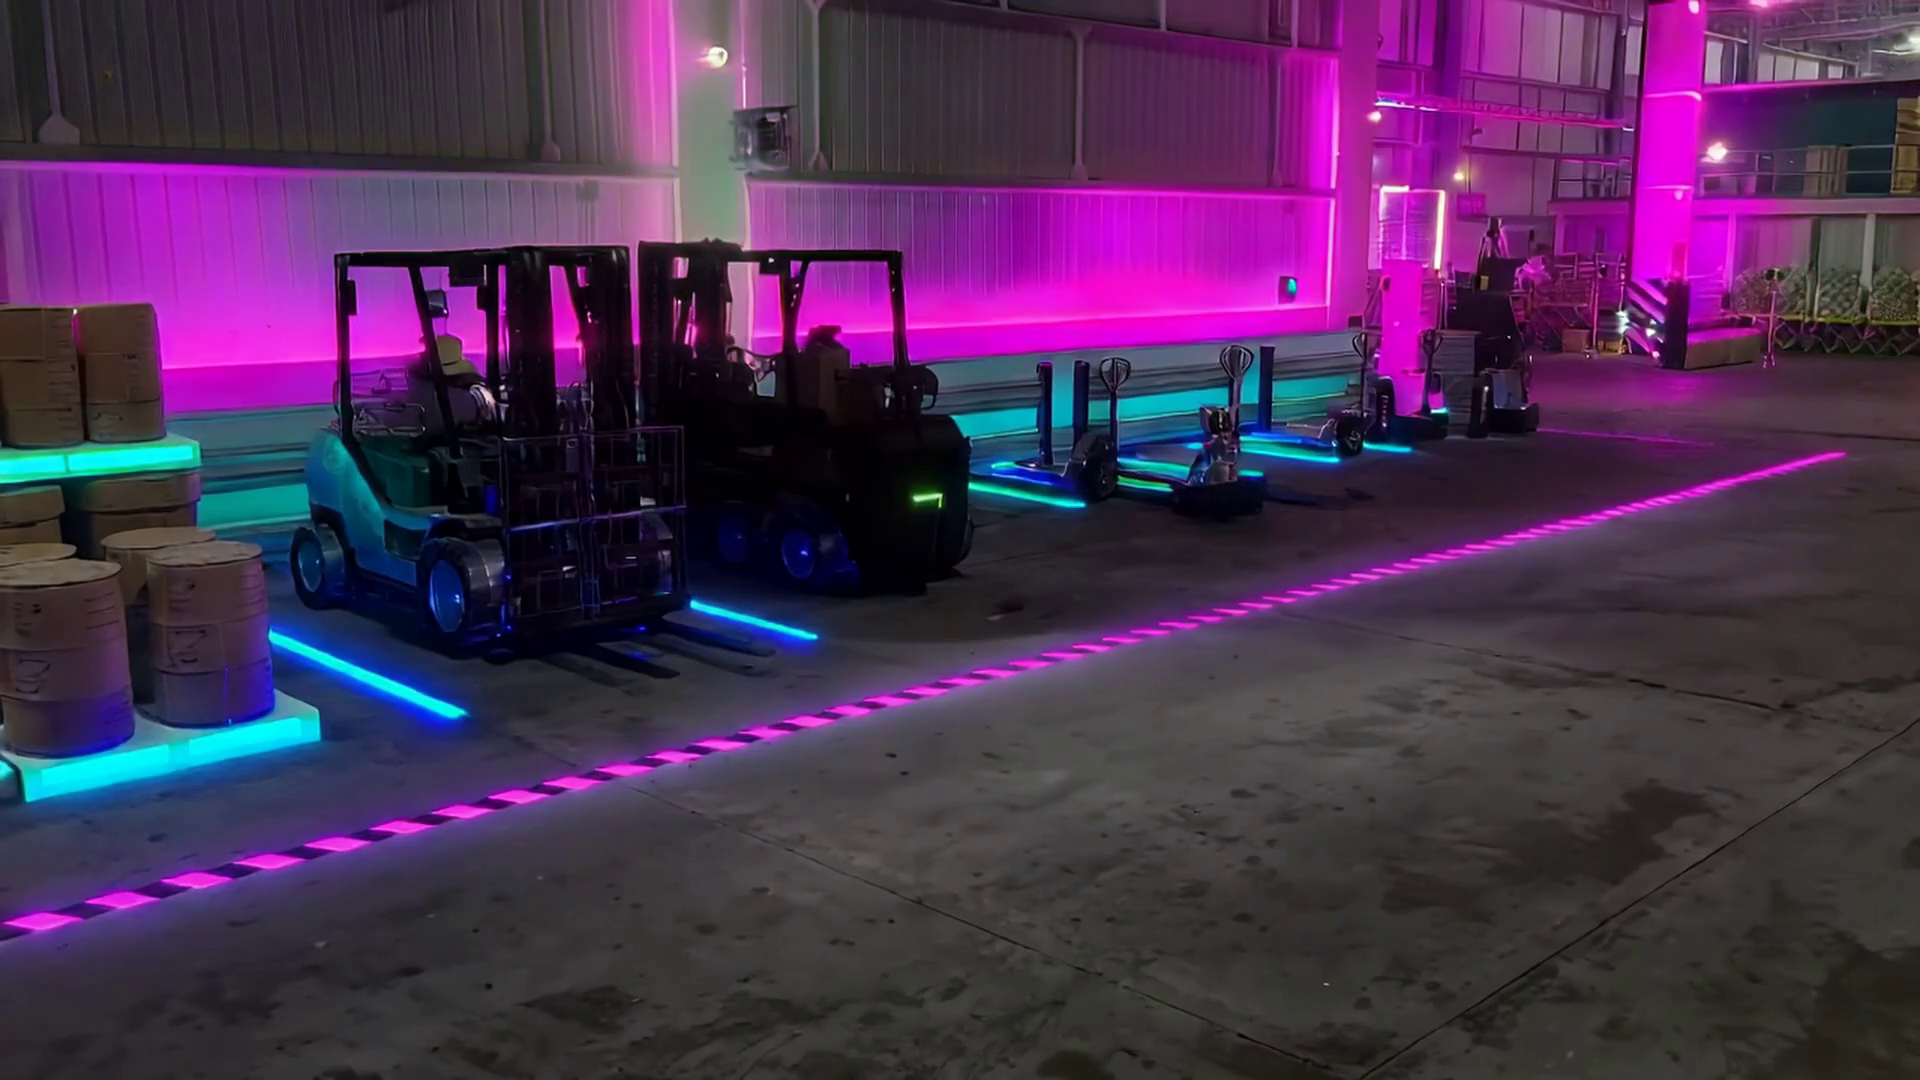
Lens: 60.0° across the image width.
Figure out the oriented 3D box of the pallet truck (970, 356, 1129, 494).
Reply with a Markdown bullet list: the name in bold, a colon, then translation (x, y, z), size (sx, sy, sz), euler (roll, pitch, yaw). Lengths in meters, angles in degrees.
- **pallet truck**: translation (0.784, -1.085, 14.876), size (0.680, 1.201, 1.601), euler (-10, 14, -44)

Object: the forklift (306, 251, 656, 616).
- **forklift**: translation (-2.833, -0.669, 9.694), size (1.157, 1.987, 2.680), euler (-10, 14, -44)

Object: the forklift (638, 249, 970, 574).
- **forklift**: translation (-1.173, -0.958, 11.239), size (2.680, 1.987, 1.157), euler (10, 14, 43)

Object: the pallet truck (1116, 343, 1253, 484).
- **pallet truck**: translation (1.962, -1.215, 15.415), size (1.522, 1.261, 0.704), euler (10, 14, 43)

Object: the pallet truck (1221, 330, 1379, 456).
- **pallet truck**: translation (3.563, -1.581, 17.381), size (0.653, 1.274, 1.630), euler (-10, 14, -44)

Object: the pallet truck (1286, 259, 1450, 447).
- **pallet truck**: translation (4.493, -2.078, 18.196), size (0.823, 1.965, 1.885), euler (-9, 14, -40)

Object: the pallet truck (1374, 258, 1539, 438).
- **pallet truck**: translation (5.704, -2.208, 18.901), size (1.885, 1.965, 0.823), euler (10, 14, 43)
